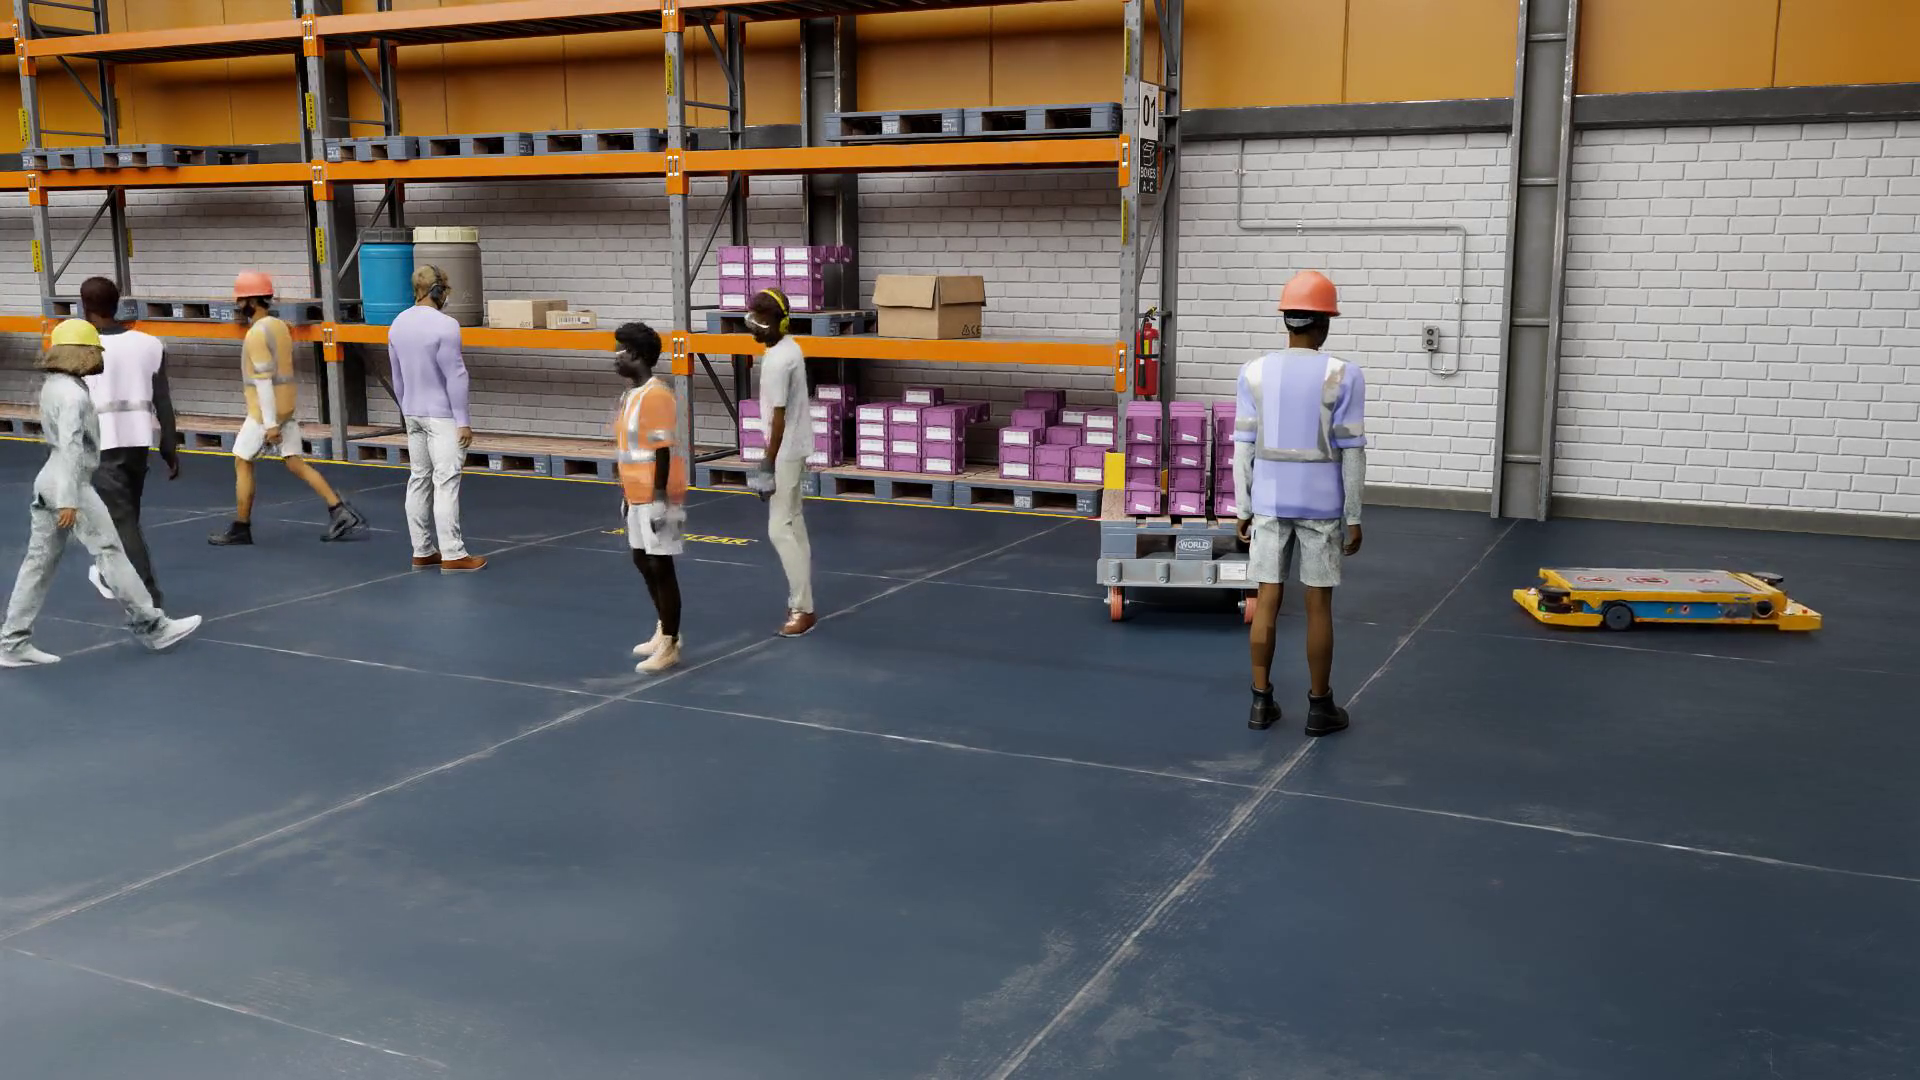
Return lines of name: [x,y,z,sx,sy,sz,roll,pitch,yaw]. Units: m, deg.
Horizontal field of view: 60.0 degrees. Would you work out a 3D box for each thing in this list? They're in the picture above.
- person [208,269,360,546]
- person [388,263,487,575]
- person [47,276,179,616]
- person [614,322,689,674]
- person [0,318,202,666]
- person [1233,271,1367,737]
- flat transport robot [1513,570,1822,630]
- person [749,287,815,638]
person: [-4.663,-0.897,11.378,0.958,1.901,0.545,0,10,1]
person: [-3.284,-0.751,10.411,0.631,1.939,0.372,7,12,33]
person: [-4.757,-0.519,9.263,0.985,1.866,0.621,8,12,37]
person: [-1.466,-0.200,8.034,0.369,1.670,0.562,-5,11,-27]
person: [-4.315,-0.234,8.171,0.918,1.684,0.499,-9,13,-42]
person: [1.423,-0.148,6.957,0.553,1.934,0.364,5,11,27]
flat transport robot: [3.833,0.313,9.082,1.431,0.197,0.652,1,10,5]
person: [-0.941,-0.426,8.878,0.335,1.833,0.657,0,10,1]
